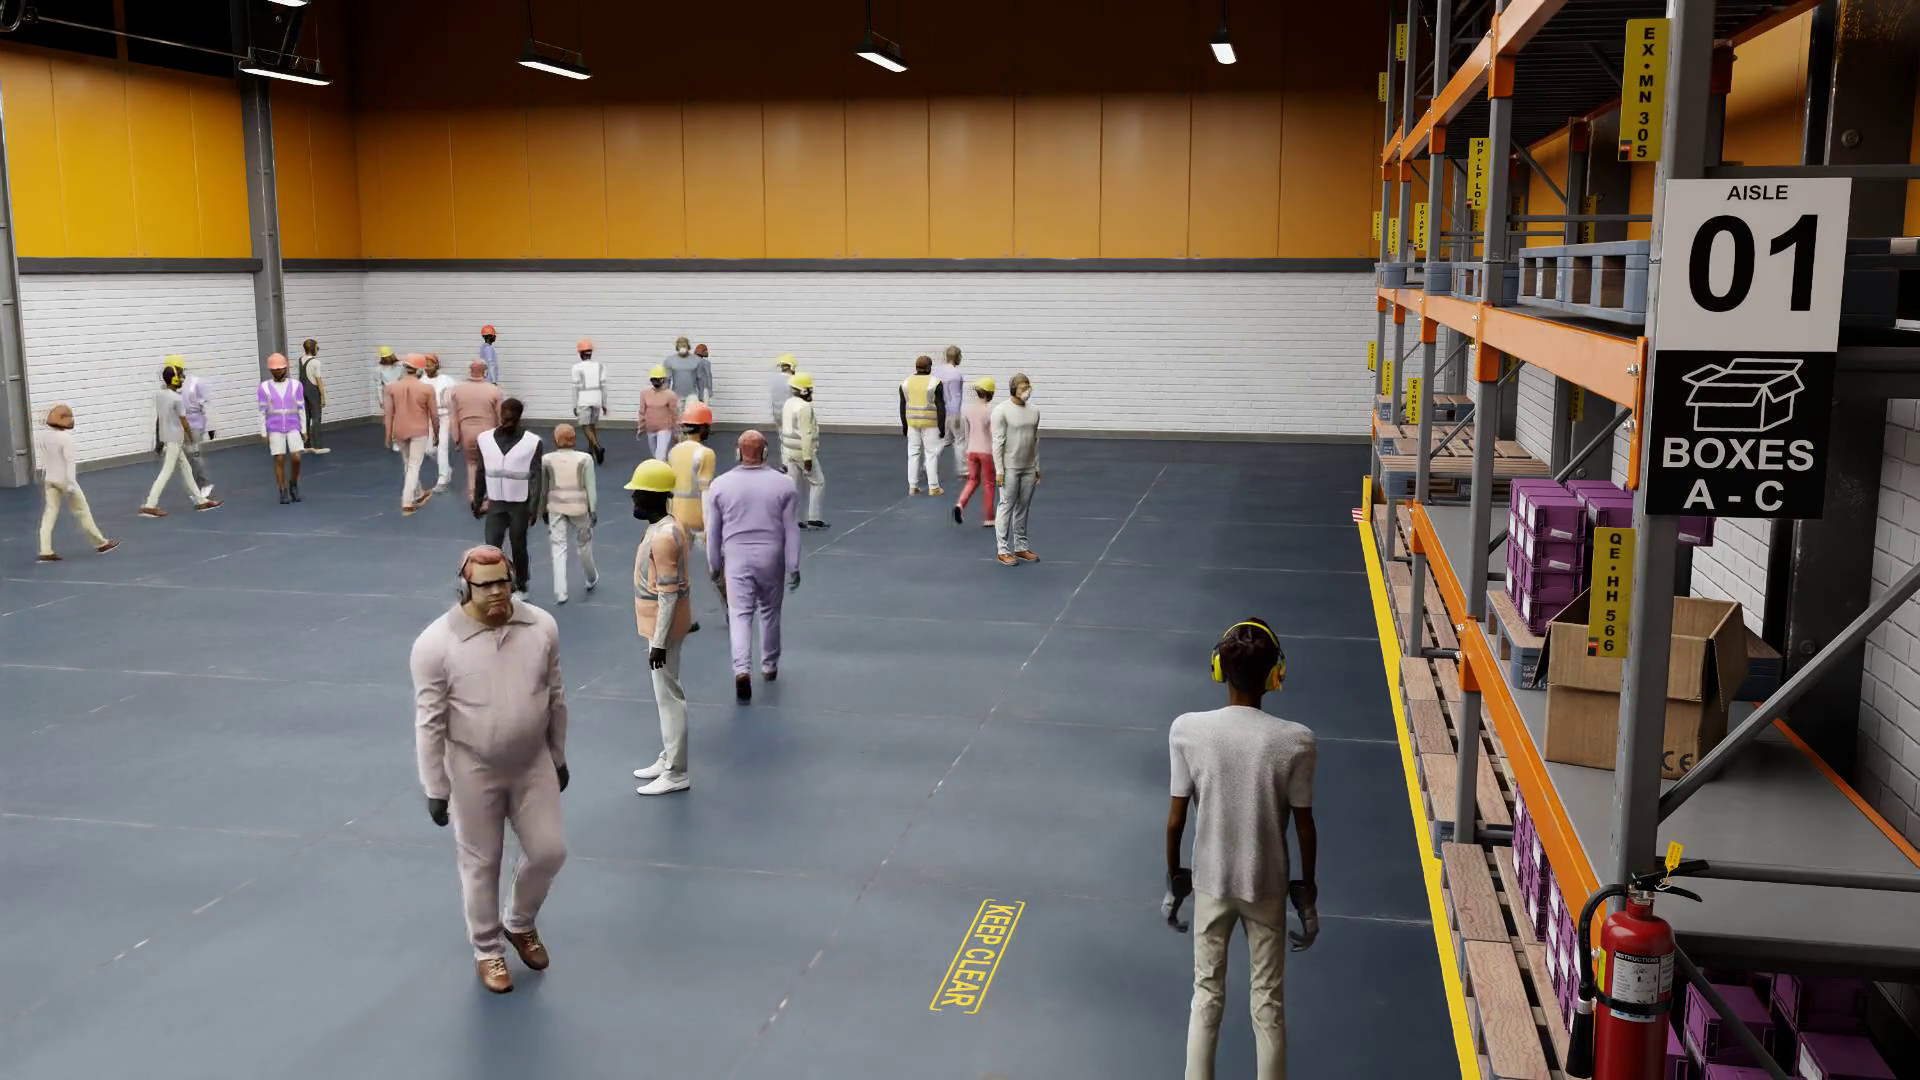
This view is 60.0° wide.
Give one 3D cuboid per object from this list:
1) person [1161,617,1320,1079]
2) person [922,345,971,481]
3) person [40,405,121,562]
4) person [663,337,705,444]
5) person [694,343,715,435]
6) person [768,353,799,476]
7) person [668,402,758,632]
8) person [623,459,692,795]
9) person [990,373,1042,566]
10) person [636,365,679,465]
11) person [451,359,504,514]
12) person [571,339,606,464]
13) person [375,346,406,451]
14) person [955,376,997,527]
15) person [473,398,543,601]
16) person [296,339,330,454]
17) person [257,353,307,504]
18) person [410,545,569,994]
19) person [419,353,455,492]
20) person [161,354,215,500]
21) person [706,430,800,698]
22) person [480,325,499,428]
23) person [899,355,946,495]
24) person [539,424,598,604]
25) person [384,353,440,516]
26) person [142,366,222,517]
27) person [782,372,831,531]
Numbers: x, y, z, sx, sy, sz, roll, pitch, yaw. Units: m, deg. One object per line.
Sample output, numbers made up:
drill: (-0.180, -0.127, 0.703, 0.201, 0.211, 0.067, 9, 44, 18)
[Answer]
person: (0.944, 1.183, 5.604, 0.535, 1.869, 0.314, 3, 10, 16)
person: (-0.151, -1.759, 23.196, 0.793, 1.917, 0.645, -4, 10, -23)
person: (-9.158, -0.593, 17.136, 0.504, 1.594, 0.830, 5, 11, 26)
person: (-4.310, -2.217, 26.008, 0.645, 1.890, 1.003, -2, 10, -9)
person: (-4.584, -2.672, 29.541, 0.507, 1.630, 0.268, 7, 12, 37)
person: (-2.405, -1.687, 23.104, 0.590, 1.801, 0.501, 7, 11, 34)
person: (-2.097, -0.192, 13.789, 0.569, 1.896, 0.930, 8, 12, 39)
person: (-1.726, 0.495, 9.565, 0.363, 1.930, 0.588, -2, 10, -12)
person: (0.586, -0.719, 16.856, 0.630, 1.940, 0.373, -9, 13, -42)
person: (-3.930, -1.455, 21.911, 0.526, 1.731, 0.848, 4, 10, 20)
person: (-5.828, -1.263, 20.288, 0.672, 1.887, 0.529, 0, 9, 2)
person: (-5.603, -2.092, 25.260, 0.543, 1.906, 0.835, -7, 12, -37)
person: (-9.135, -2.265, 26.827, 0.507, 1.705, 0.726, -6, 11, -31)
person: (0.232, -1.000, 19.078, 0.539, 1.750, 0.578, 8, 12, 39)
person: (-4.008, -0.305, 14.596, 0.677, 1.858, 0.909, 0, 9, 2)
person: (-10.375, -2.292, 26.632, 0.511, 1.843, 0.354, 4, 10, 25)
person: (-8.553, -1.400, 21.011, 0.565, 1.917, 0.437, -5, 11, -26)
person: (-1.920, 0.953, 6.926, 0.668, 1.887, 0.441, -7, 12, -36)
person: (-7.003, -1.587, 22.343, 0.621, 1.857, 0.599, 2, 10, 10)
person: (-9.937, -1.446, 21.383, 0.622, 1.881, 0.518, 2, 10, 11)
person: (-1.467, 0.156, 11.814, 0.659, 1.873, 0.937, -1, 9, -7)
person: (-8.475, -2.910, 30.044, 0.349, 1.942, 0.545, -5, 11, -28)
person: (-0.474, -1.505, 21.885, 0.634, 1.839, 0.429, 4, 10, 22)
person: (-3.551, -0.259, 15.122, 0.535, 1.586, 0.859, -1, 9, -4)
person: (-6.658, -1.306, 20.369, 0.618, 1.940, 0.998, 1, 10, 9)
person: (-9.480, -1.196, 20.111, 0.540, 1.816, 1.004, 8, 12, 39)
person: (-1.711, -0.998, 18.886, 0.610, 1.815, 0.620, -6, 11, -31)
